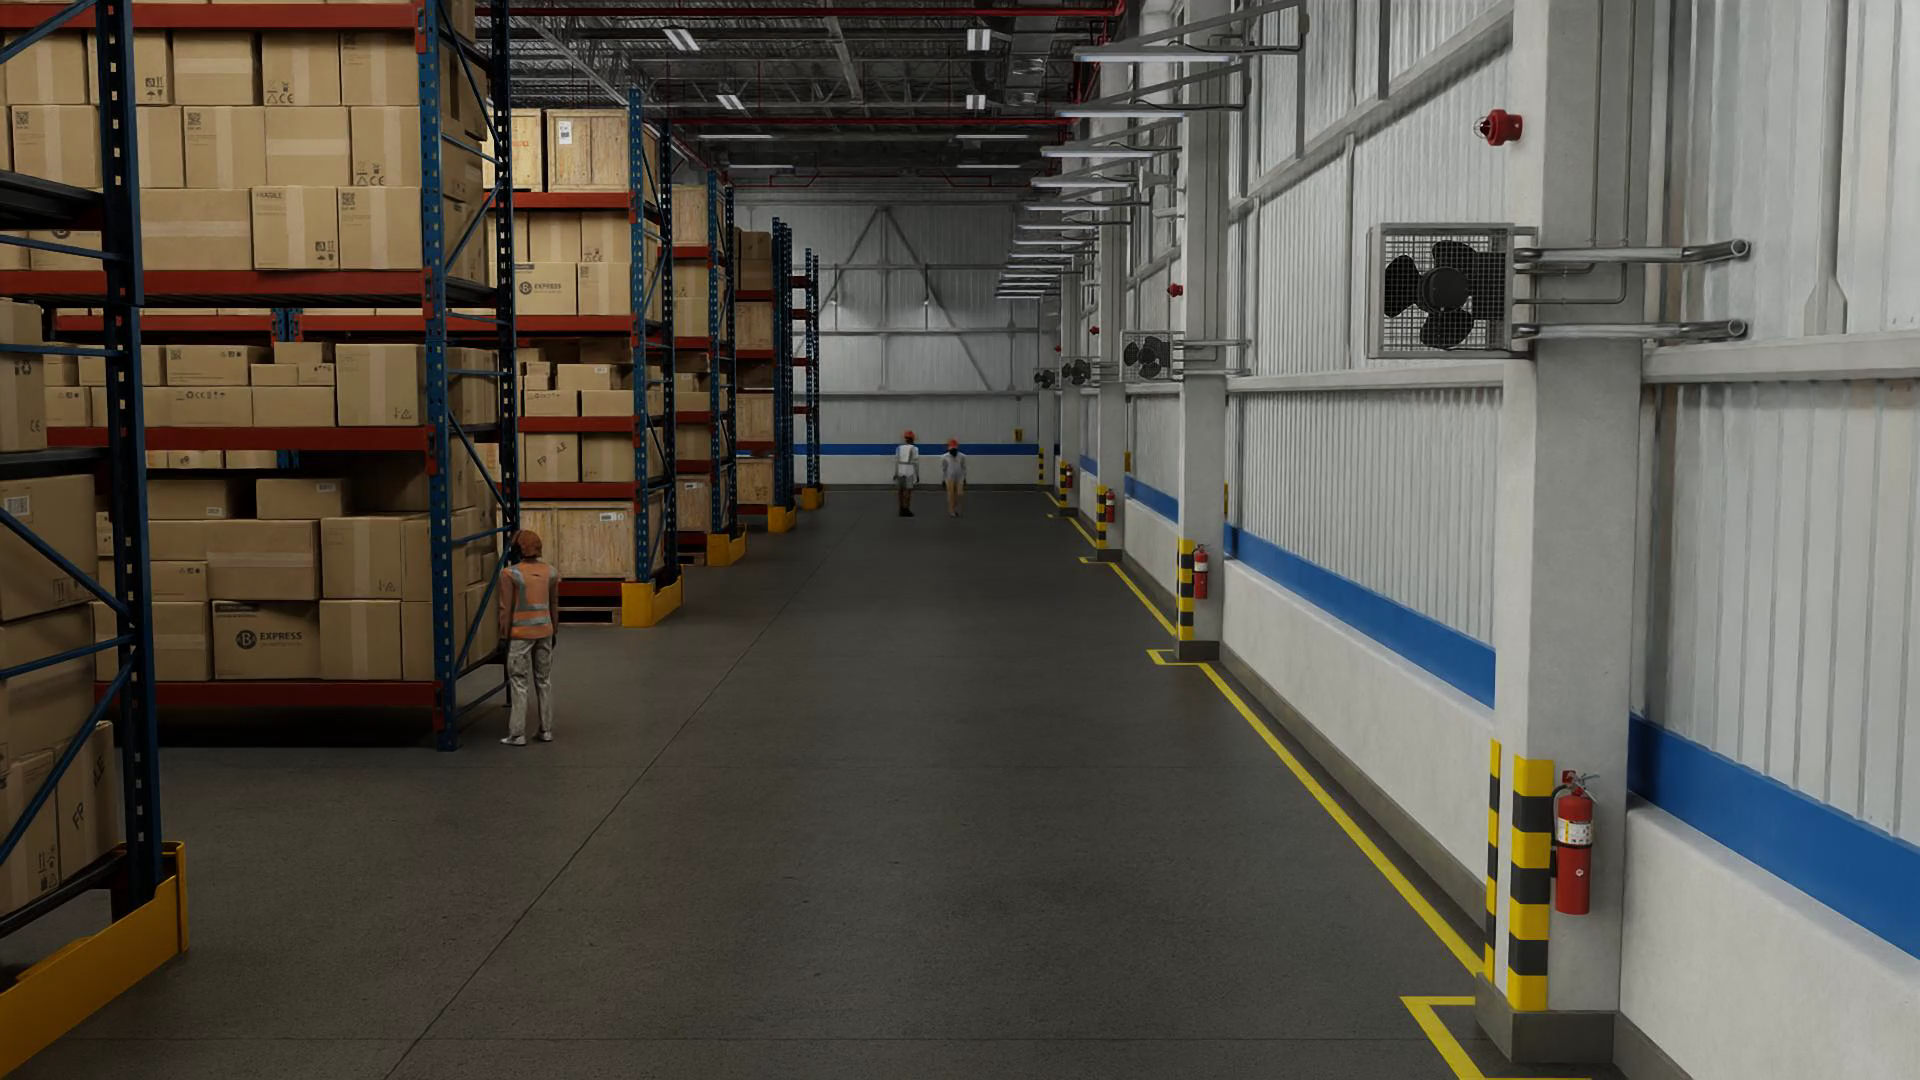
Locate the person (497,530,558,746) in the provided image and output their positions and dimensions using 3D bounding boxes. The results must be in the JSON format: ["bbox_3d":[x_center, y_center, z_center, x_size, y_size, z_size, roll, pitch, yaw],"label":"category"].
[{"bbox_3d":[-3.249,0.734,12.556,0.324,1.630,0.524,4,6,38],"label":"person"}]

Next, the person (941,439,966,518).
[{"bbox_3d":[-0.121,-1.324,35.952,0.593,1.725,0.588,-2,5,-17],"label":"person"}]

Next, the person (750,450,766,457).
[{"bbox_3d":[-5.247,-1.986,43.098,1.011,1.838,0.661,3,6,29],"label":"person"}]

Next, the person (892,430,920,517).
[{"bbox_3d":[-1.185,-1.461,36.607,0.656,1.888,0.740,2,5,22],"label":"person"}]
